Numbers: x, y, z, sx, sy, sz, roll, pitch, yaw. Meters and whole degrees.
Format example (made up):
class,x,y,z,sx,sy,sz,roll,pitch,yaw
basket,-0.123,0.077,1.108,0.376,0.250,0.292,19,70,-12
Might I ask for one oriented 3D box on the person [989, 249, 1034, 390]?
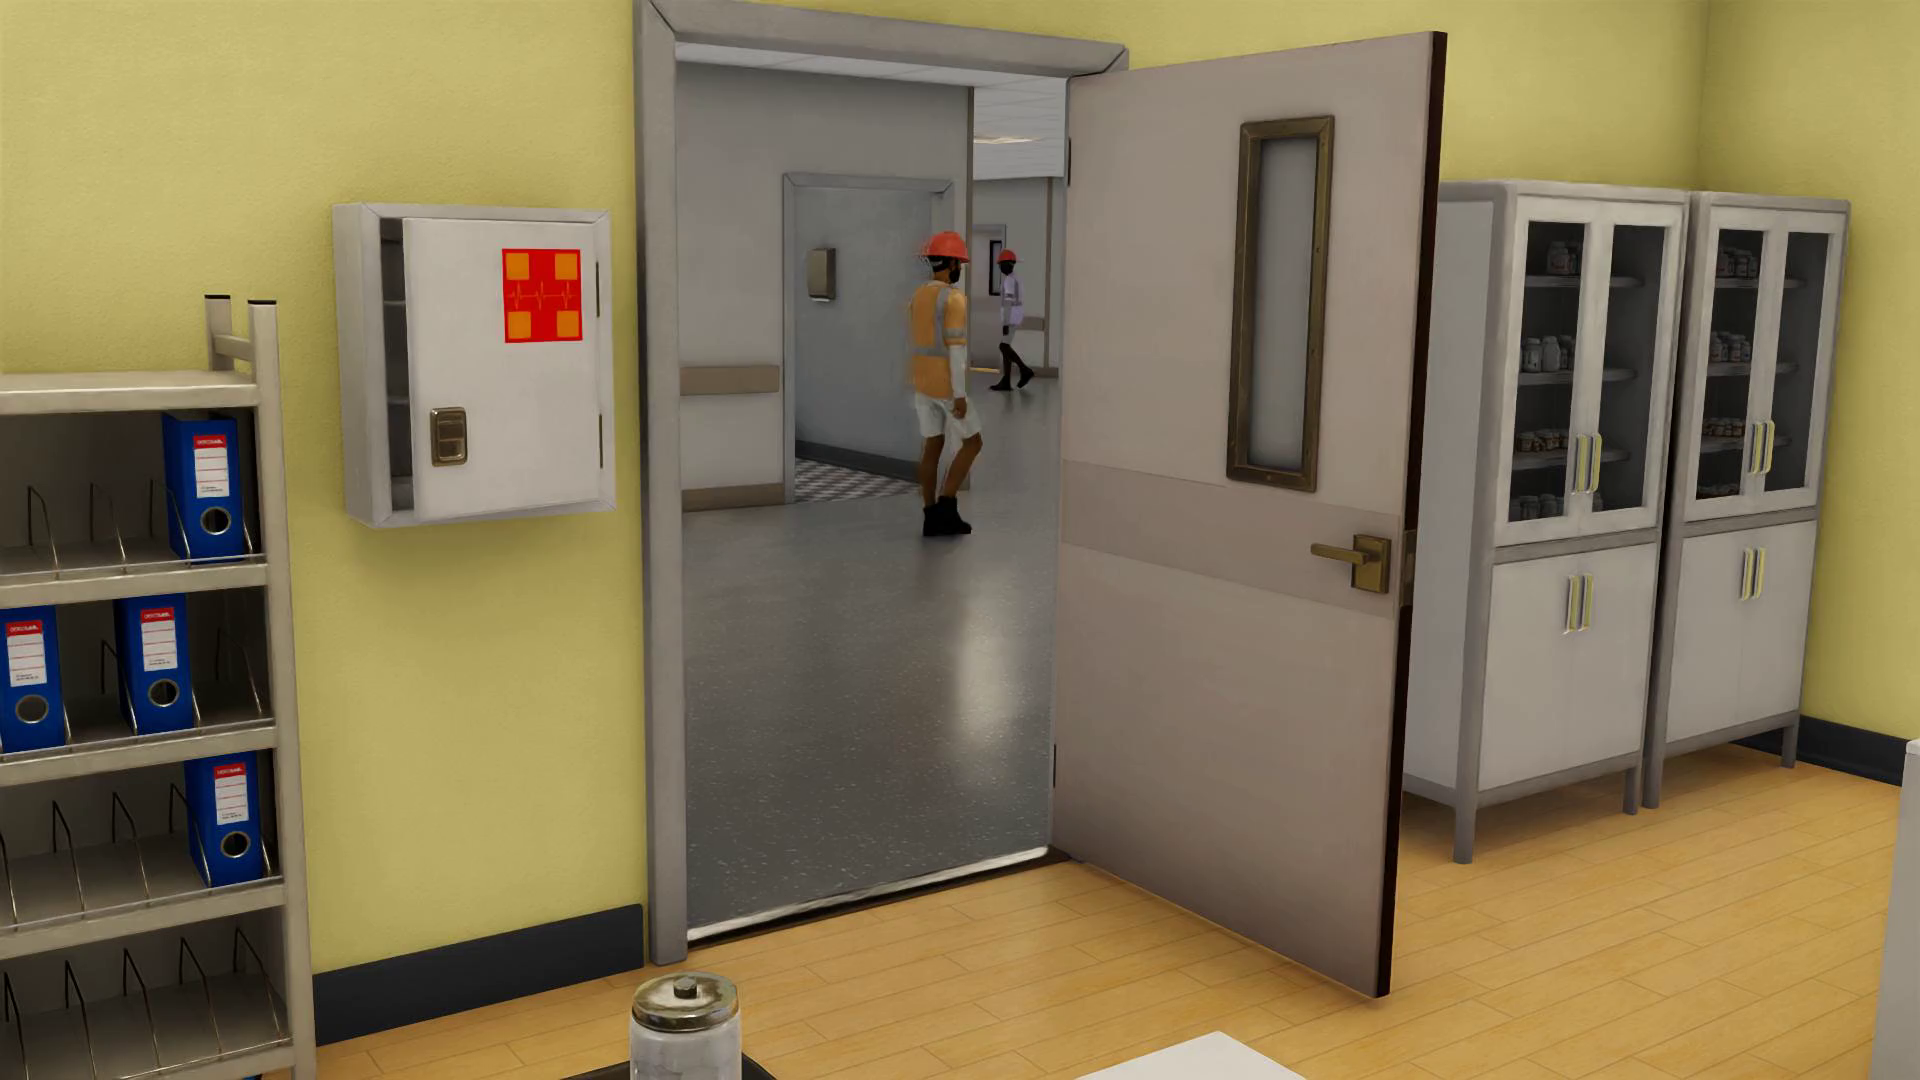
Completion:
class,x,y,z,sx,sy,sz,roll,pitch,yaw
person,0.727,-2.996,22.691,0.552,1.918,0.574,3,10,11

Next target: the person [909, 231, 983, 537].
class,x,y,z,sx,sy,sz,roll,pitch,yaw
person,-0.084,-0.971,10.488,0.437,1.925,0.582,-6,12,-35
